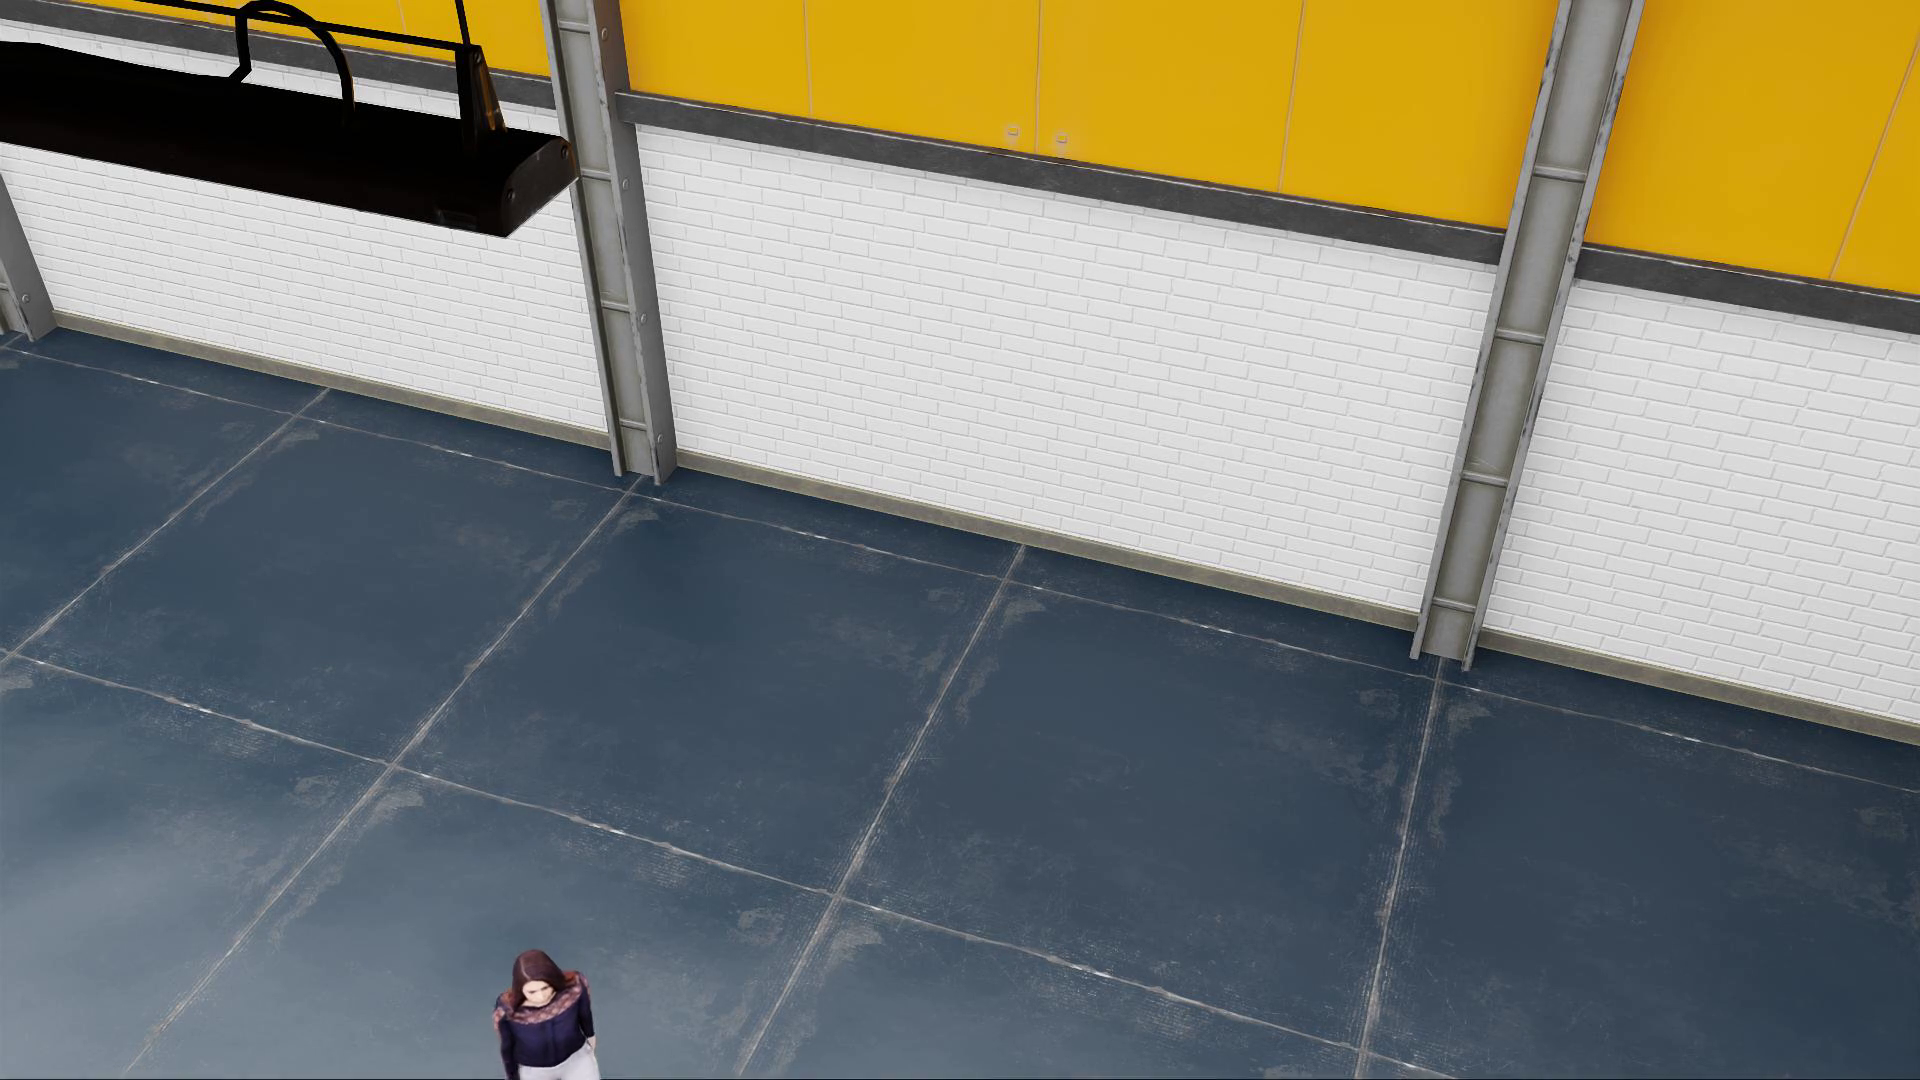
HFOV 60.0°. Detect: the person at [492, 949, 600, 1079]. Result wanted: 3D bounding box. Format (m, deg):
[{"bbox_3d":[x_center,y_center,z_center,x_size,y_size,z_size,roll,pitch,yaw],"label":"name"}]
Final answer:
[{"bbox_3d":[-1.913,2.407,7.784,0.858,1.589,0.901,-12,40,-15],"label":"person"}]
